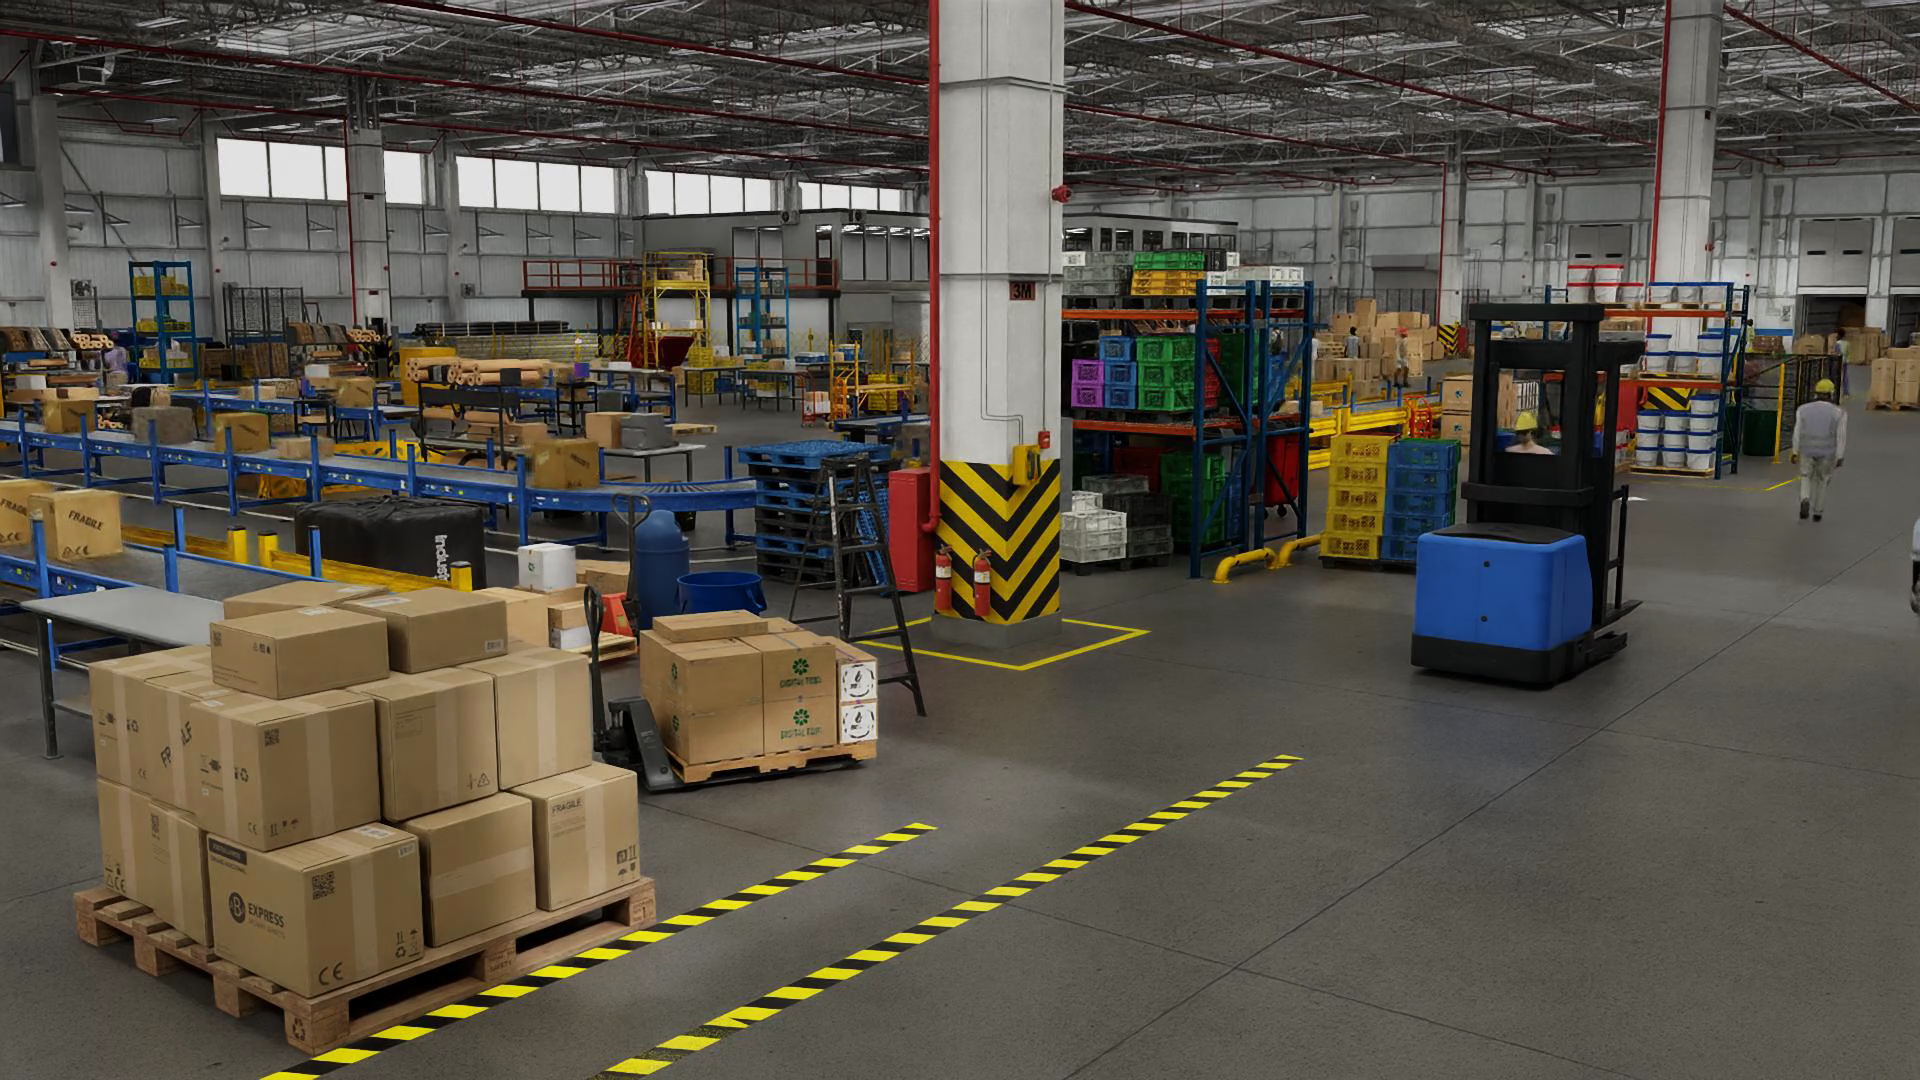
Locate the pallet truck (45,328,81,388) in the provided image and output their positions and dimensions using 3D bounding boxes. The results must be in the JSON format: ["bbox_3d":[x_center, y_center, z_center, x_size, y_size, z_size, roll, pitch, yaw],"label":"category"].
[{"bbox_3d":[-23.775,-4.544,43.495,1.885,1.965,0.823,6,10,35],"label":"pallet truck"}]

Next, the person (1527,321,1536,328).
[{"bbox_3d":[27.191,-9.789,79.061,0.606,1.941,0.405,-7,11,-39],"label":"person"}]

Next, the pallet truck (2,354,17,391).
[{"bbox_3d":[-24.881,-4.417,42.634,1.885,1.965,0.823,8,11,41],"label":"pallet truck"}]

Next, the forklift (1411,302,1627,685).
[{"bbox_3d":[4.379,-0.438,12.852,1.129,2.768,1.873,7,11,37],"label":"forklift"}]

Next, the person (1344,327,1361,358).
[{"bbox_3d":[12.138,-5.656,51.448,0.521,1.864,0.334,3,9,20],"label":"person"}]

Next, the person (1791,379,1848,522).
[{"bbox_3d":[10.880,-1.128,21.055,0.621,1.819,0.425,5,10,32],"label":"person"}]

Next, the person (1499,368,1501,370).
[{"bbox_3d":[12.691,-3.803,39.870,0.548,1.577,0.858,7,11,39],"label":"person"}]

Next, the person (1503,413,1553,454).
[{"bbox_3d":[5.662,-0.412,16.638,0.854,1.734,0.537,-8,12,-44],"label":"person"}]

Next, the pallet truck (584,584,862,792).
[{"bbox_3d":[-1.426,0.805,10.019,1.601,1.201,0.680,-4,9,-26],"label":"pallet truck"}]

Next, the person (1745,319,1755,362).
[{"bbox_3d":[32.639,-8.221,68.806,0.625,1.844,0.429,-7,11,-41],"label":"person"}]

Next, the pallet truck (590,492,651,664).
[{"bbox_3d":[-3.115,0.344,12.883,0.653,1.274,1.630,7,11,37],"label":"pallet truck"}]

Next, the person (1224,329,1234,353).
[{"bbox_3d":[7.471,-4.926,46.171,0.373,1.966,0.605,1,8,5],"label":"person"}]

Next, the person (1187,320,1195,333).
[{"bbox_3d":[9.895,-8.465,70.418,0.594,1.846,0.854,3,9,21],"label":"person"}]

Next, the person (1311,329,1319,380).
[{"bbox_3d":[10.372,-5.371,49.562,0.555,1.846,0.767,-6,11,-36],"label":"person"}]

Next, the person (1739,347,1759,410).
[{"bbox_3d":[16.822,-3.256,35.683,0.533,1.742,0.737,-2,9,-12],"label":"person"}]

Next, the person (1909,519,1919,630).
[{"bbox_3d":[6.818,0.369,11.445,0.534,1.687,0.411,5,10,29],"label":"person"}]

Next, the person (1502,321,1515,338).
[{"bbox_3d":[23.408,-8.479,71.020,0.495,1.700,0.892,5,10,30],"label":"person"}]

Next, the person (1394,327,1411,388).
[{"bbox_3d":[13.572,-5.595,50.985,0.564,1.871,0.812,-4,10,-28],"label":"person"}]

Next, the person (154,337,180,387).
[{"bbox_3d":[-21.803,-4.824,45.753,0.669,1.885,0.590,-3,9,-20],"label":"person"}]

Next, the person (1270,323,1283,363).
[{"bbox_3d":[11.404,-6.912,59.970,0.508,1.846,0.345,-4,9,-25],"label":"person"}]

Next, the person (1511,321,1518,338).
[{"bbox_3d":[26.337,-9.764,78.917,0.365,1.928,0.586,3,9,17],"label":"person"}]

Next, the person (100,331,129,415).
[{"bbox_3d":[-19.575,-3.829,38.563,0.653,2.025,0.443,0,8,3],"label":"person"}]

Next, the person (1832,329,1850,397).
[{"bbox_3d":[24.514,-4.939,46.523,0.620,1.877,0.949,-6,10,-33],"label":"person"}]
